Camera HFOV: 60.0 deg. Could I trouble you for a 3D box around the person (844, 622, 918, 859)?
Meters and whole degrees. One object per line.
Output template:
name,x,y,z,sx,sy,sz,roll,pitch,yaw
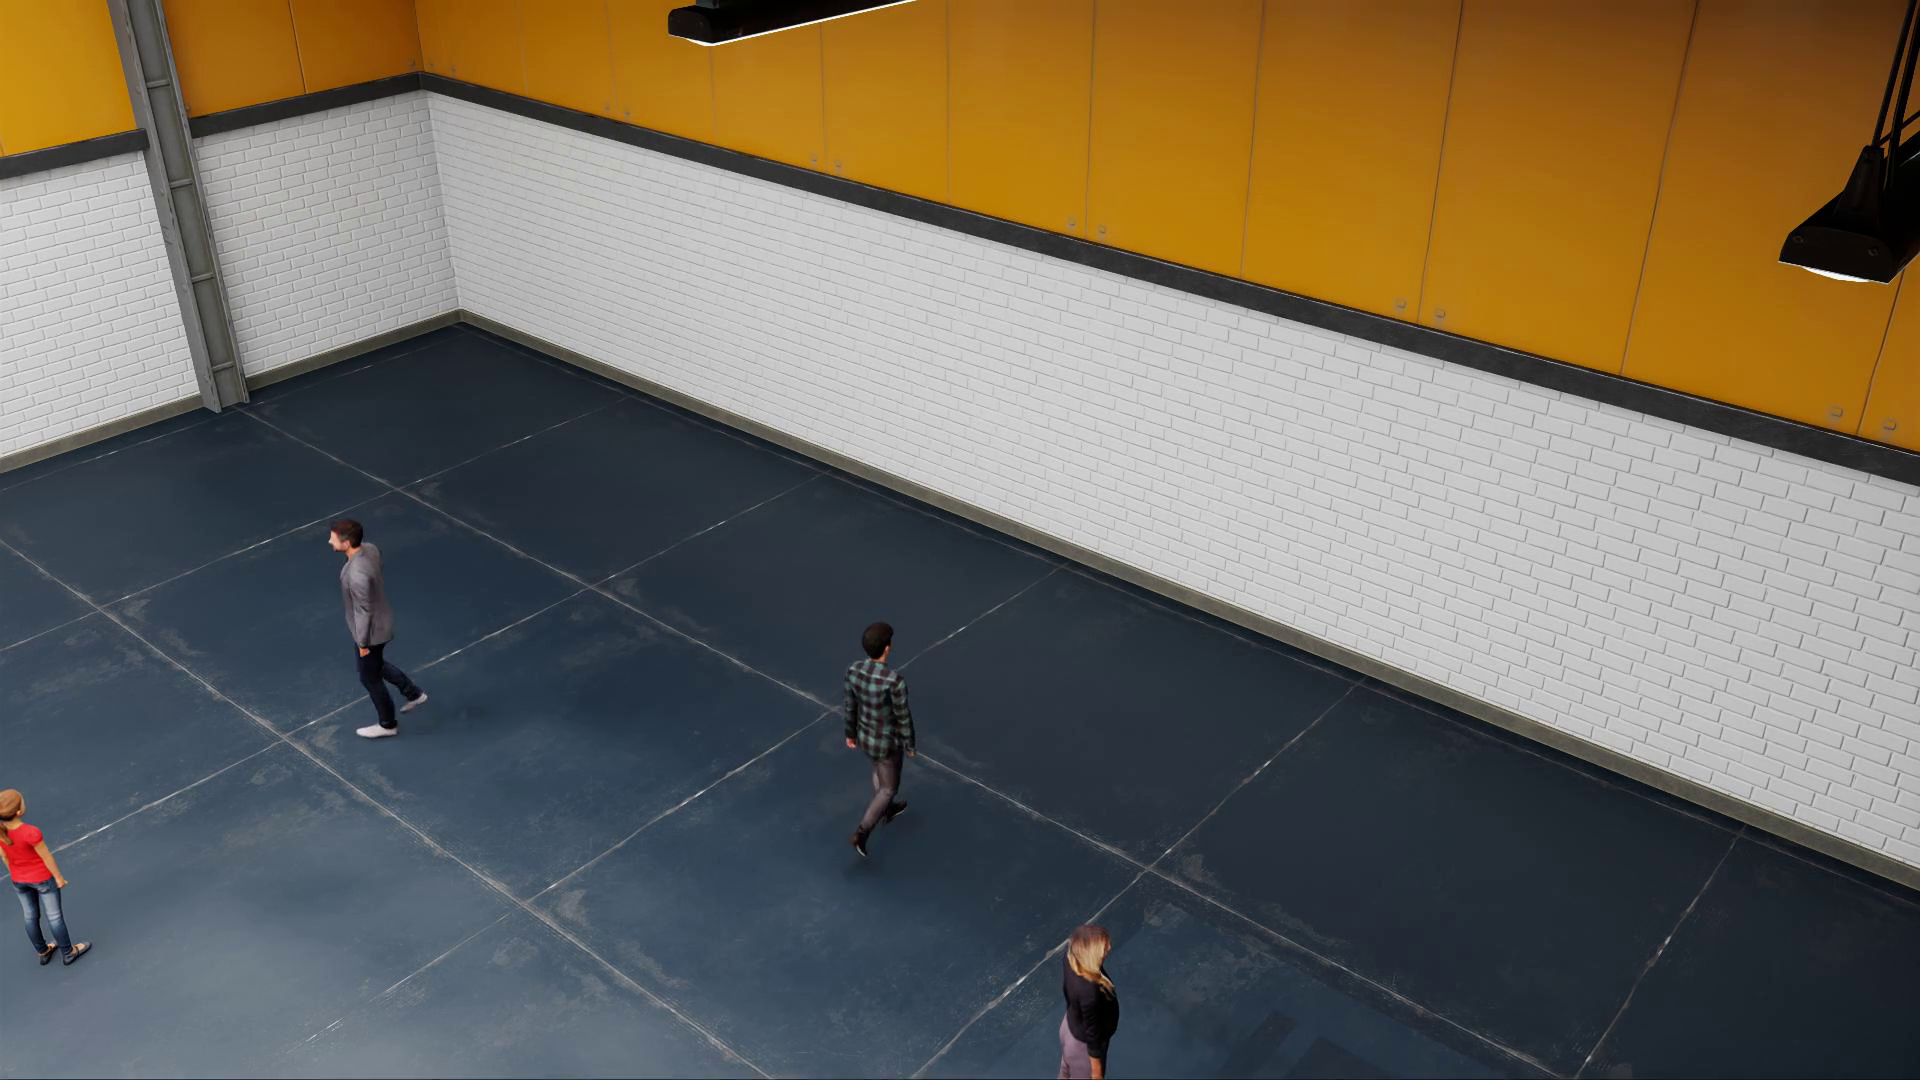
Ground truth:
person,-0.583,1.358,11.246,0.681,1.690,0.981,20,34,32

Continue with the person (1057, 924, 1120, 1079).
person,0.643,2.718,8.879,0.711,1.667,0.680,-7,29,-12

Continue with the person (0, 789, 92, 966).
person,-5.787,2.106,10.374,0.571,1.311,0.621,3,29,5

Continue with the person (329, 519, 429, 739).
person,-4.336,0.655,12.464,0.962,1.857,0.902,-3,29,-6
